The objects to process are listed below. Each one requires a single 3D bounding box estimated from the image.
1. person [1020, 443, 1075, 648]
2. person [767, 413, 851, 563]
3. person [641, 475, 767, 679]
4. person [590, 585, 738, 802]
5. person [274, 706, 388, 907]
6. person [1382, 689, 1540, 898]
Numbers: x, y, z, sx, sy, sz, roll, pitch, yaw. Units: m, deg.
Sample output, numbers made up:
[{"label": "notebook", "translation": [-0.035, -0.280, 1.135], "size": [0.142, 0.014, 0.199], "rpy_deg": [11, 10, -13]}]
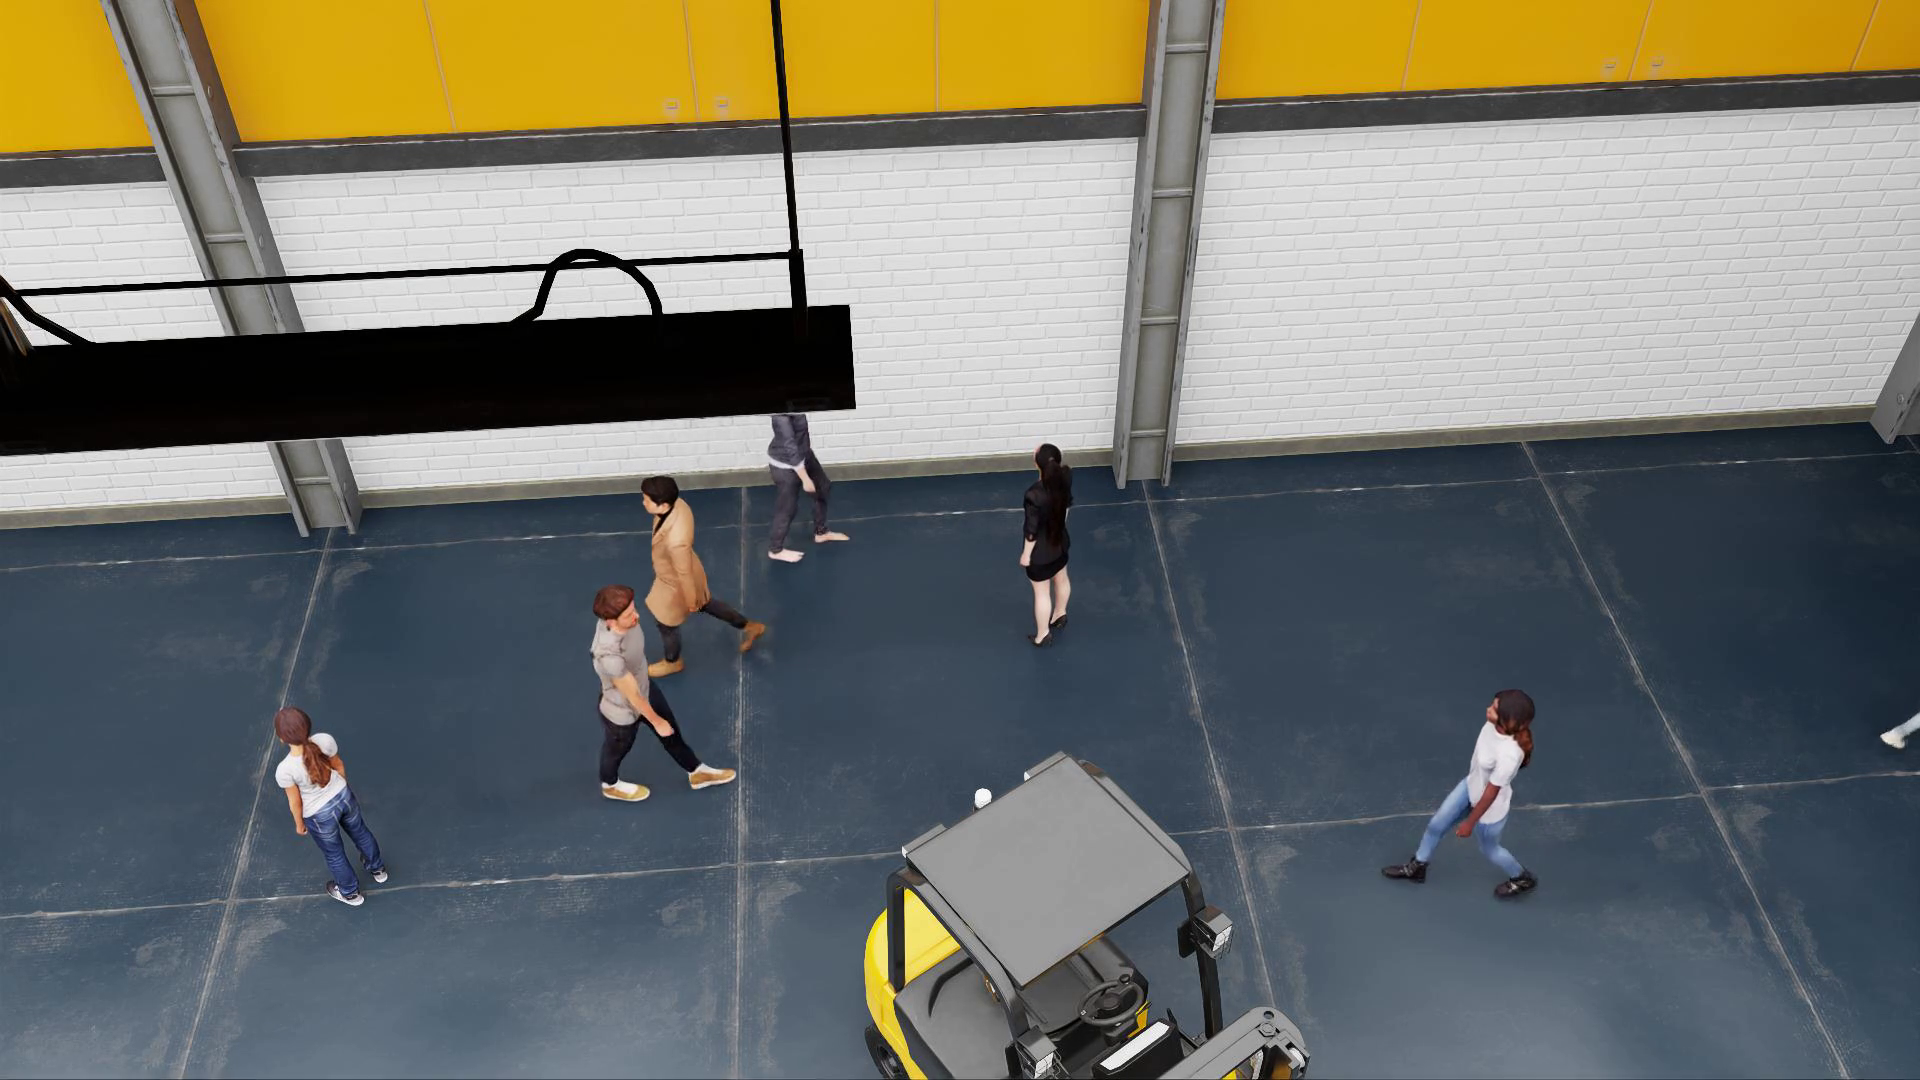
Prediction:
[{"label": "person", "translation": [0.579, 0.036, 10.797], "size": [0.721, 1.696, 0.655], "rpy_deg": [31, 52, 29]}, {"label": "person", "translation": [-1.243, -0.509, 11.338], "size": [0.794, 1.738, 0.615], "rpy_deg": [-4, 44, -4]}, {"label": "person", "translation": [-1.693, 0.214, 10.612], "size": [1.087, 1.693, 0.667], "rpy_deg": [-6, 44, -7]}, {"label": "person", "translation": [-2.033, 0.949, 9.723], "size": [1.107, 1.855, 0.767], "rpy_deg": [4, 44, 4]}, {"label": "person", "translation": [-3.575, 1.483, 9.375], "size": [0.673, 1.563, 0.623], "rpy_deg": [26, 49, 25]}, {"label": "person", "translation": [3.006, 1.480, 9.288], "size": [1.132, 1.686, 0.684], "rpy_deg": [1, 44, 1]}]
